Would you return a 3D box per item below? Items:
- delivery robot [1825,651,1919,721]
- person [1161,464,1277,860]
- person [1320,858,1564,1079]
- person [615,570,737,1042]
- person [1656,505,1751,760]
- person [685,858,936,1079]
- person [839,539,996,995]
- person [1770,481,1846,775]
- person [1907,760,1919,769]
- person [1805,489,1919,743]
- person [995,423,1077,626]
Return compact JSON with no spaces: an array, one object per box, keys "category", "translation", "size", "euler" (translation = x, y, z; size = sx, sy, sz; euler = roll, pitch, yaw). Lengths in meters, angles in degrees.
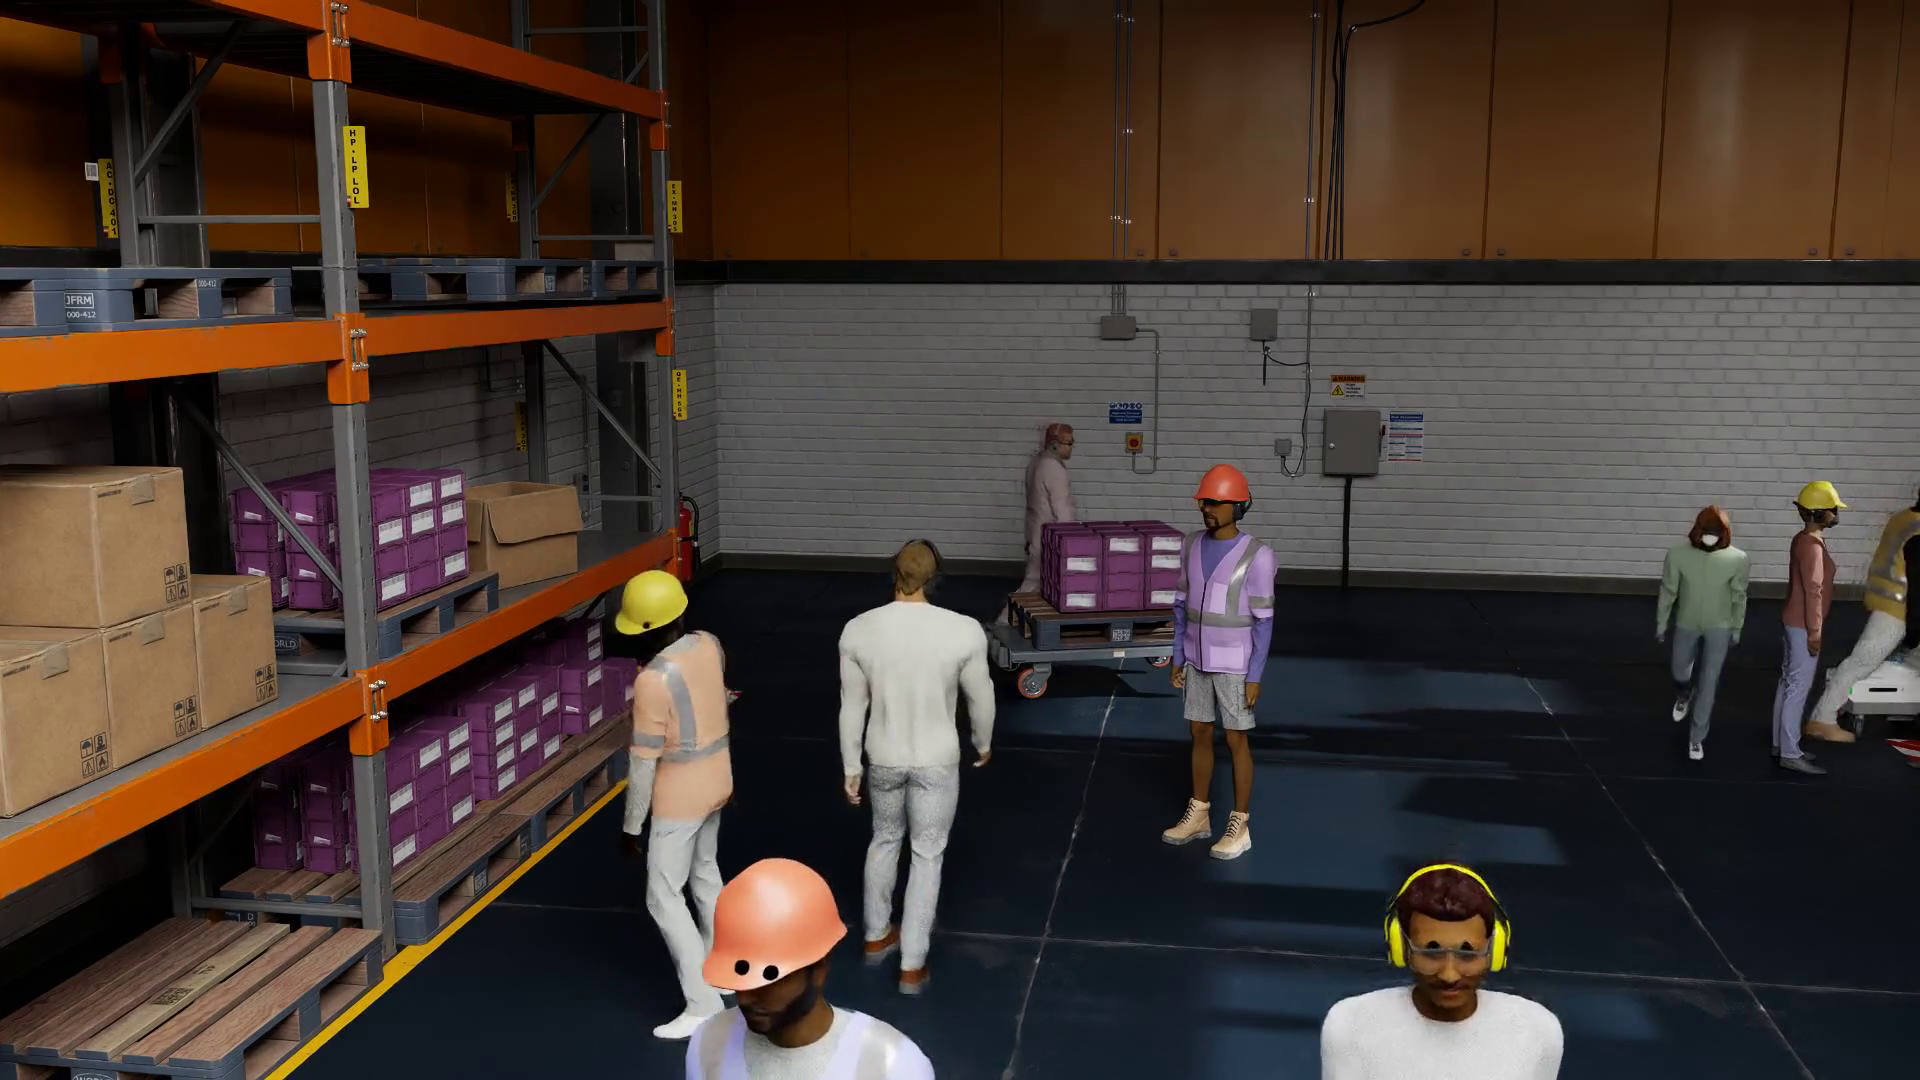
[{"category":"delivery robot","translation":[6.044,0.964,10.832],"size":[0.707,0.478,0.477],"euler":[0,9,1]},{"category":"person","translation":[1.337,0.623,8.634],"size":[0.365,2.048,0.608],"euler":[-8,12,-42]},{"category":"person","translation":[0.968,1.565,3.424],"size":[0.536,1.844,0.652],"euler":[2,9,11]},{"category":"person","translation":[-1.072,1.027,6.669],"size":[0.422,1.882,0.667],"euler":[4,10,21]},{"category":"person","translation":[4.702,0.538,10.542],"size":[0.516,1.600,0.694],"euler":[5,10,26]},{"category":"person","translation":[-0.318,1.554,3.265],"size":[0.594,1.927,0.433],"euler":[4,10,25]},{"category":"person","translation":[-0.185,0.944,7.072],"size":[0.641,1.908,0.656],"euler":[2,9,12]},{"category":"person","translation":[5.155,0.523,10.108],"size":[0.305,1.772,0.527],"euler":[3,10,18]},{"category":"person","translation":[5.998,0.534,10.086],"size":[0.338,1.760,0.528],"euler":[9,13,44]},{"category":"person","translation":[6.044,0.458,10.653],"size":[1.121,1.741,0.640],"euler":[3,10,17]},{"category":"person","translation":[0.663,-0.010,13.172],"size":[0.988,1.855,0.665],"euler":[-2,9,-13]}]
